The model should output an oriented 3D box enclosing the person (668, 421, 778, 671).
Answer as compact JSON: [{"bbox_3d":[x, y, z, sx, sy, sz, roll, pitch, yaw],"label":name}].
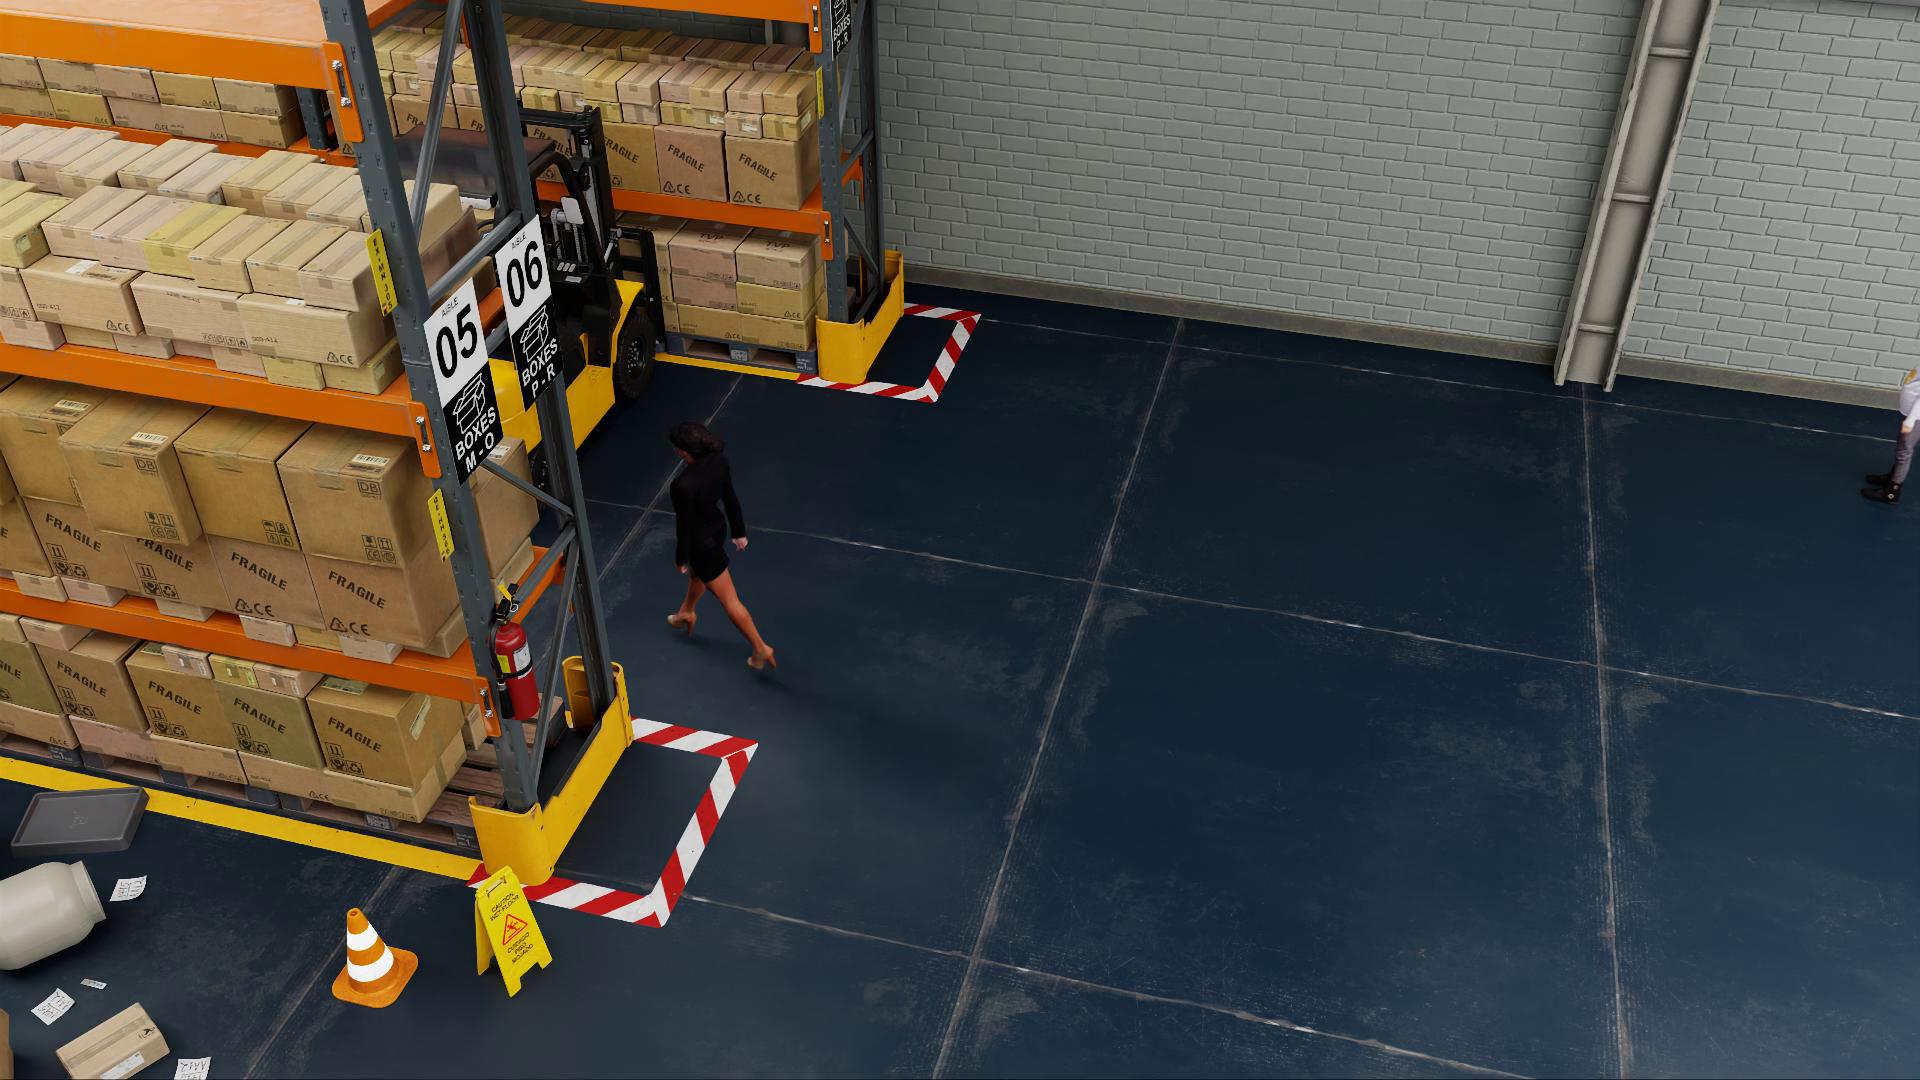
[{"bbox_3d":[-1.333,0.089,9.254,1.071,1.589,0.703,17,40,21],"label":"person"}]

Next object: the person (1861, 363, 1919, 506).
[{"bbox_3d":[6.172,-0.819,10.706,0.538,1.277,0.517,17,40,21],"label":"person"}]
